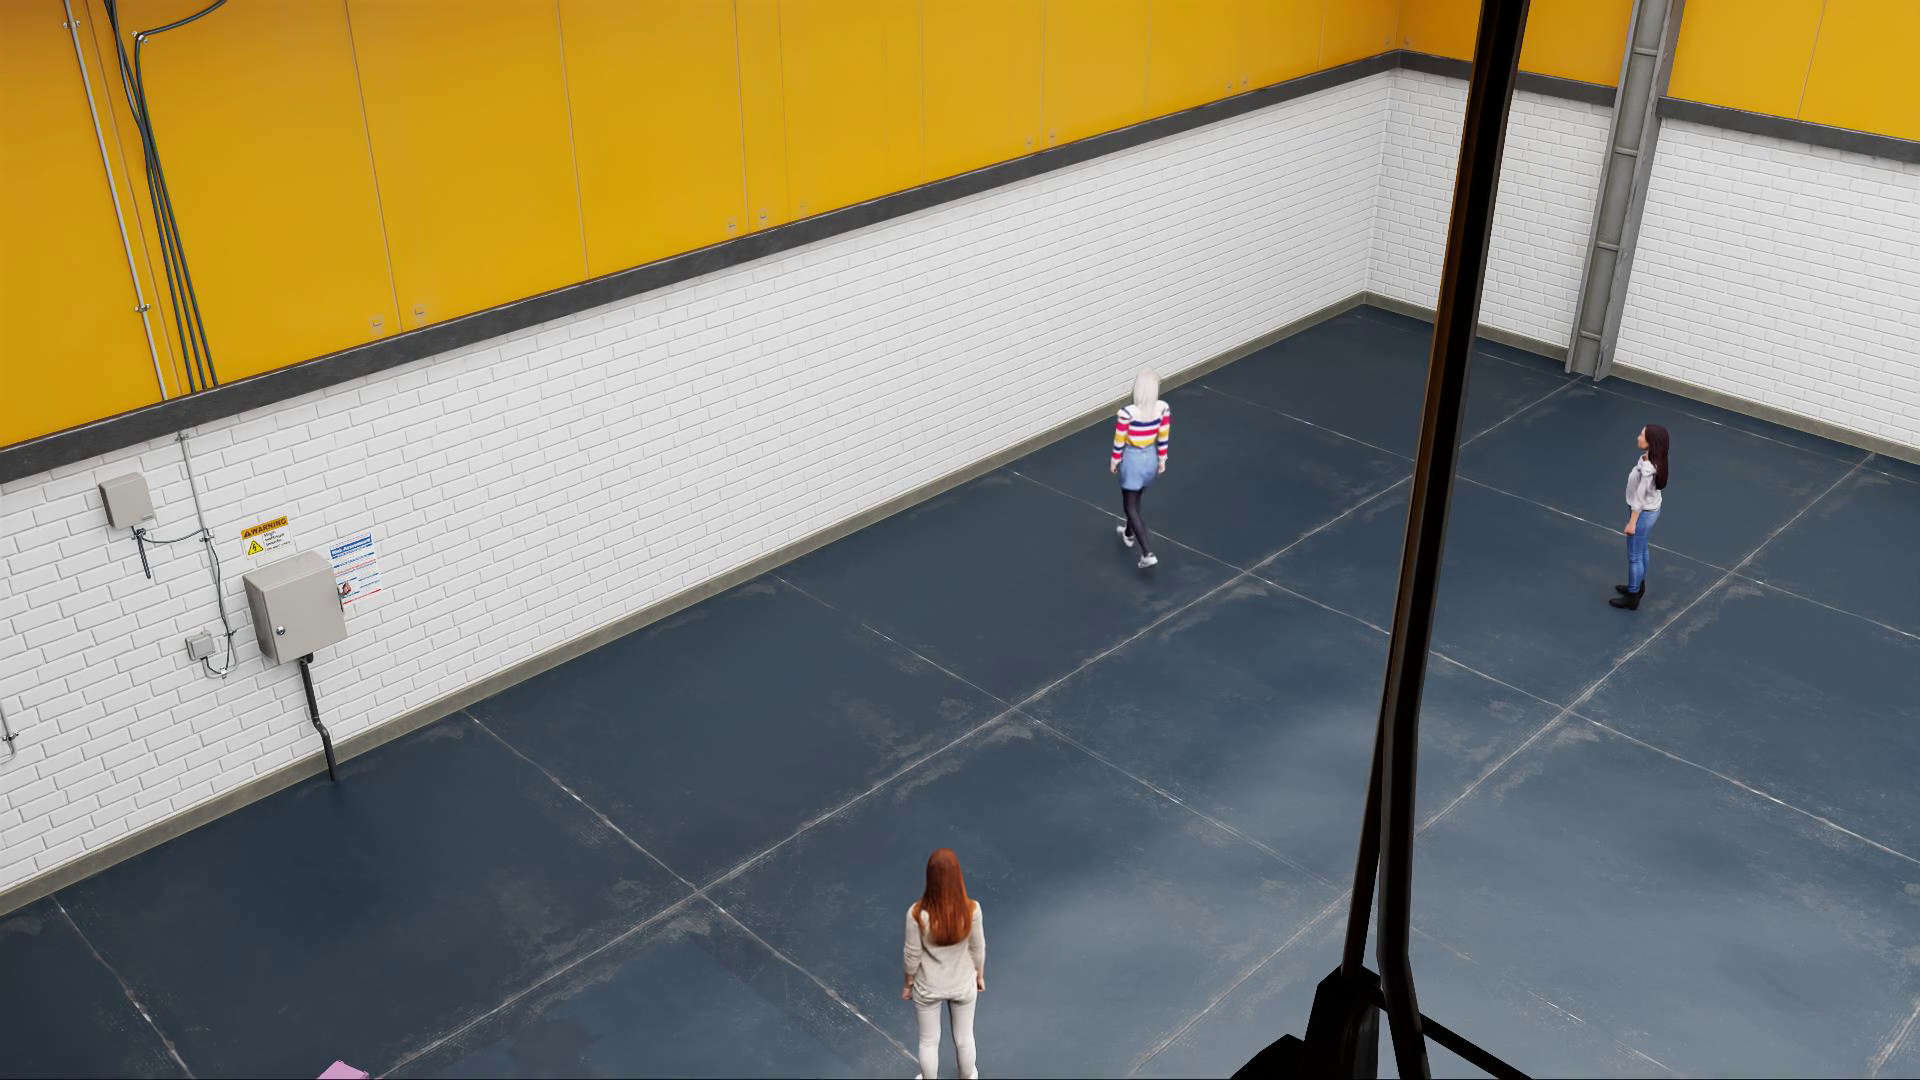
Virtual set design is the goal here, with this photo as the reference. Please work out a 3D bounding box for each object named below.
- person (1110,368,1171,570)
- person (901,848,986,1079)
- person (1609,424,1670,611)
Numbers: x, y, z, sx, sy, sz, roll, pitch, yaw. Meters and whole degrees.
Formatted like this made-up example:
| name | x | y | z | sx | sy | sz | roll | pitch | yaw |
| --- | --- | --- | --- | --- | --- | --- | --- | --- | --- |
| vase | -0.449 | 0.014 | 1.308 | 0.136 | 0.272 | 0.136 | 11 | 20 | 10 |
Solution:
| name | x | y | z | sx | sy | sz | roll | pitch | yaw |
| --- | --- | --- | --- | --- | --- | --- | --- | --- | --- |
| person | 1.560 | -0.600 | 14.291 | 0.928 | 1.782 | 1.194 | -12 | 31 | -21 |
| person | -0.083 | 2.372 | 8.917 | 0.696 | 1.711 | 0.725 | -4 | 29 | -8 |
| person | 5.647 | -0.203 | 13.722 | 0.598 | 1.629 | 0.645 | 16 | 32 | 27 |
